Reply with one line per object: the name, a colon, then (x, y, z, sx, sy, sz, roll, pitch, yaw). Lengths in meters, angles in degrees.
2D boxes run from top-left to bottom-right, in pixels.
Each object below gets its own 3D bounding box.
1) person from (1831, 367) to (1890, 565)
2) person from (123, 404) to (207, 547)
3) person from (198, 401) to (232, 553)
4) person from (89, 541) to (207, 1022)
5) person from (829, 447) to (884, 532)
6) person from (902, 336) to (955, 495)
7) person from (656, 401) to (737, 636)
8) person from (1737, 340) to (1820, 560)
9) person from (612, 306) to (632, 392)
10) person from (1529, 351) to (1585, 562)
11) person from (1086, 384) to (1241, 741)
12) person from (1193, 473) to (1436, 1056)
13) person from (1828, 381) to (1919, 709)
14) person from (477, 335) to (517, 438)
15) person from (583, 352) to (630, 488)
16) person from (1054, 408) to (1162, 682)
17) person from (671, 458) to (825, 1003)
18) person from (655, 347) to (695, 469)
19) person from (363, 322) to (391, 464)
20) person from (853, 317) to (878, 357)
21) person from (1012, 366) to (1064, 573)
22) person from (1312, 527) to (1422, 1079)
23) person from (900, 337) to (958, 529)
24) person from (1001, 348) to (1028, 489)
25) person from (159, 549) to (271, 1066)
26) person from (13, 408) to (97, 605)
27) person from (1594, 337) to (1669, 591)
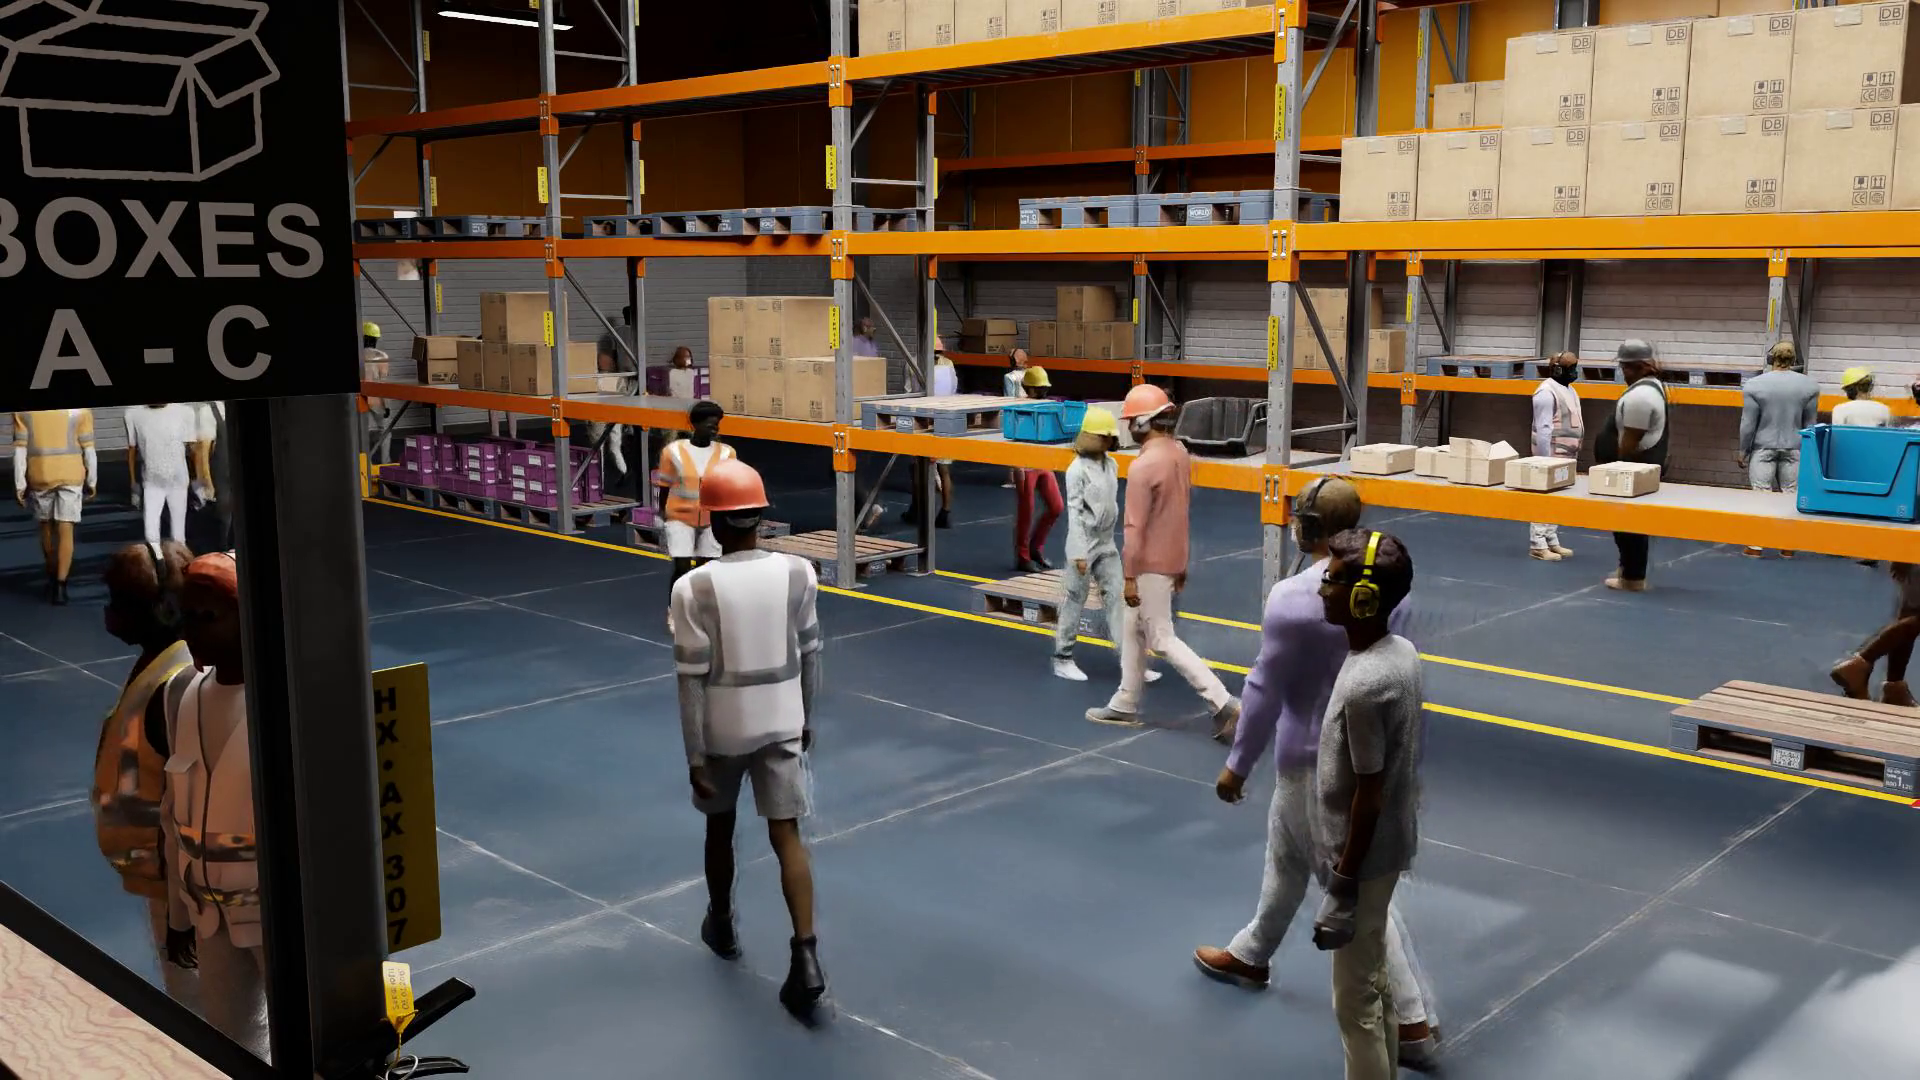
person: (7.836, -0.649, 14.538, 0.537, 1.699, 0.904, 0, 9, 3)
person: (-5.922, -0.373, 12.428, 0.520, 1.843, 0.647, -4, 10, -26)
person: (-5.850, -0.507, 13.388, 0.531, 1.797, 0.973, -8, 12, -40)
person: (-2.175, 0.905, 4.650, 0.429, 1.832, 0.694, -5, 10, -26)
person: (-1.067, -1.033, 16.144, 0.662, 1.952, 0.655, 2, 9, 12)
person: (-0.342, -1.426, 18.872, 0.627, 1.843, 0.429, -3, 10, -17)
person: (-1.803, -0.141, 11.491, 0.553, 1.660, 0.456, -3, 10, -19)
person: (7.170, -0.782, 14.619, 0.627, 1.940, 0.372, 2, 9, 12)
person: (-5.388, -2.844, 27.179, 0.607, 1.965, 0.366, 4, 10, 22)
person: (5.265, -0.741, 14.663, 0.429, 1.842, 0.632, 8, 12, 39)
person: (1.134, 0.130, 9.035, 0.945, 1.951, 0.624, 5, 11, 30)
person: (1.224, 0.720, 5.564, 1.014, 1.897, 0.630, 8, 12, 41)
person: (5.395, 0.033, 9.423, 0.538, 2.008, 0.669, 6, 11, 33)
person: (-6.673, -2.337, 23.988, 0.621, 1.990, 0.396, -7, 12, -38)
person: (-4.027, -1.348, 19.053, 0.555, 1.615, 0.536, -5, 10, -27)
person: (0.865, 0.048, 10.203, 0.658, 1.716, 0.508, 9, 13, 43)
person: (-0.738, 0.661, 5.886, 0.541, 1.906, 0.948, -3, 10, -20)
person: (-3.517, -1.628, 20.874, 0.856, 1.591, 0.518, 6, 11, 32)
person: (-7.201, -1.711, 20.436, 0.591, 1.896, 0.734, 1, 9, 6)
person: (-1.373, -2.205, 23.495, 0.545, 1.886, 0.660, 4, 10, 24)
person: (0.636, -0.585, 13.989, 0.391, 1.750, 0.543, 9, 13, 43)
person: (1.082, 0.889, 4.576, 0.328, 1.876, 0.513, 4, 10, 22)
person: (-0.326, -1.087, 16.556, 0.582, 1.907, 0.788, -7, 11, -35)
person: (0.679, -1.412, 19.393, 0.310, 1.642, 0.514, 9, 13, 42)
person: (-1.757, 0.951, 4.162, 0.587, 1.882, 0.342, 4, 10, 23)
person: (-6.995, -0.482, 12.923, 0.563, 1.889, 0.934, -3, 10, -20)
person: (5.312, -0.603, 13.211, 0.536, 2.000, 0.698, 5, 11, 29)
